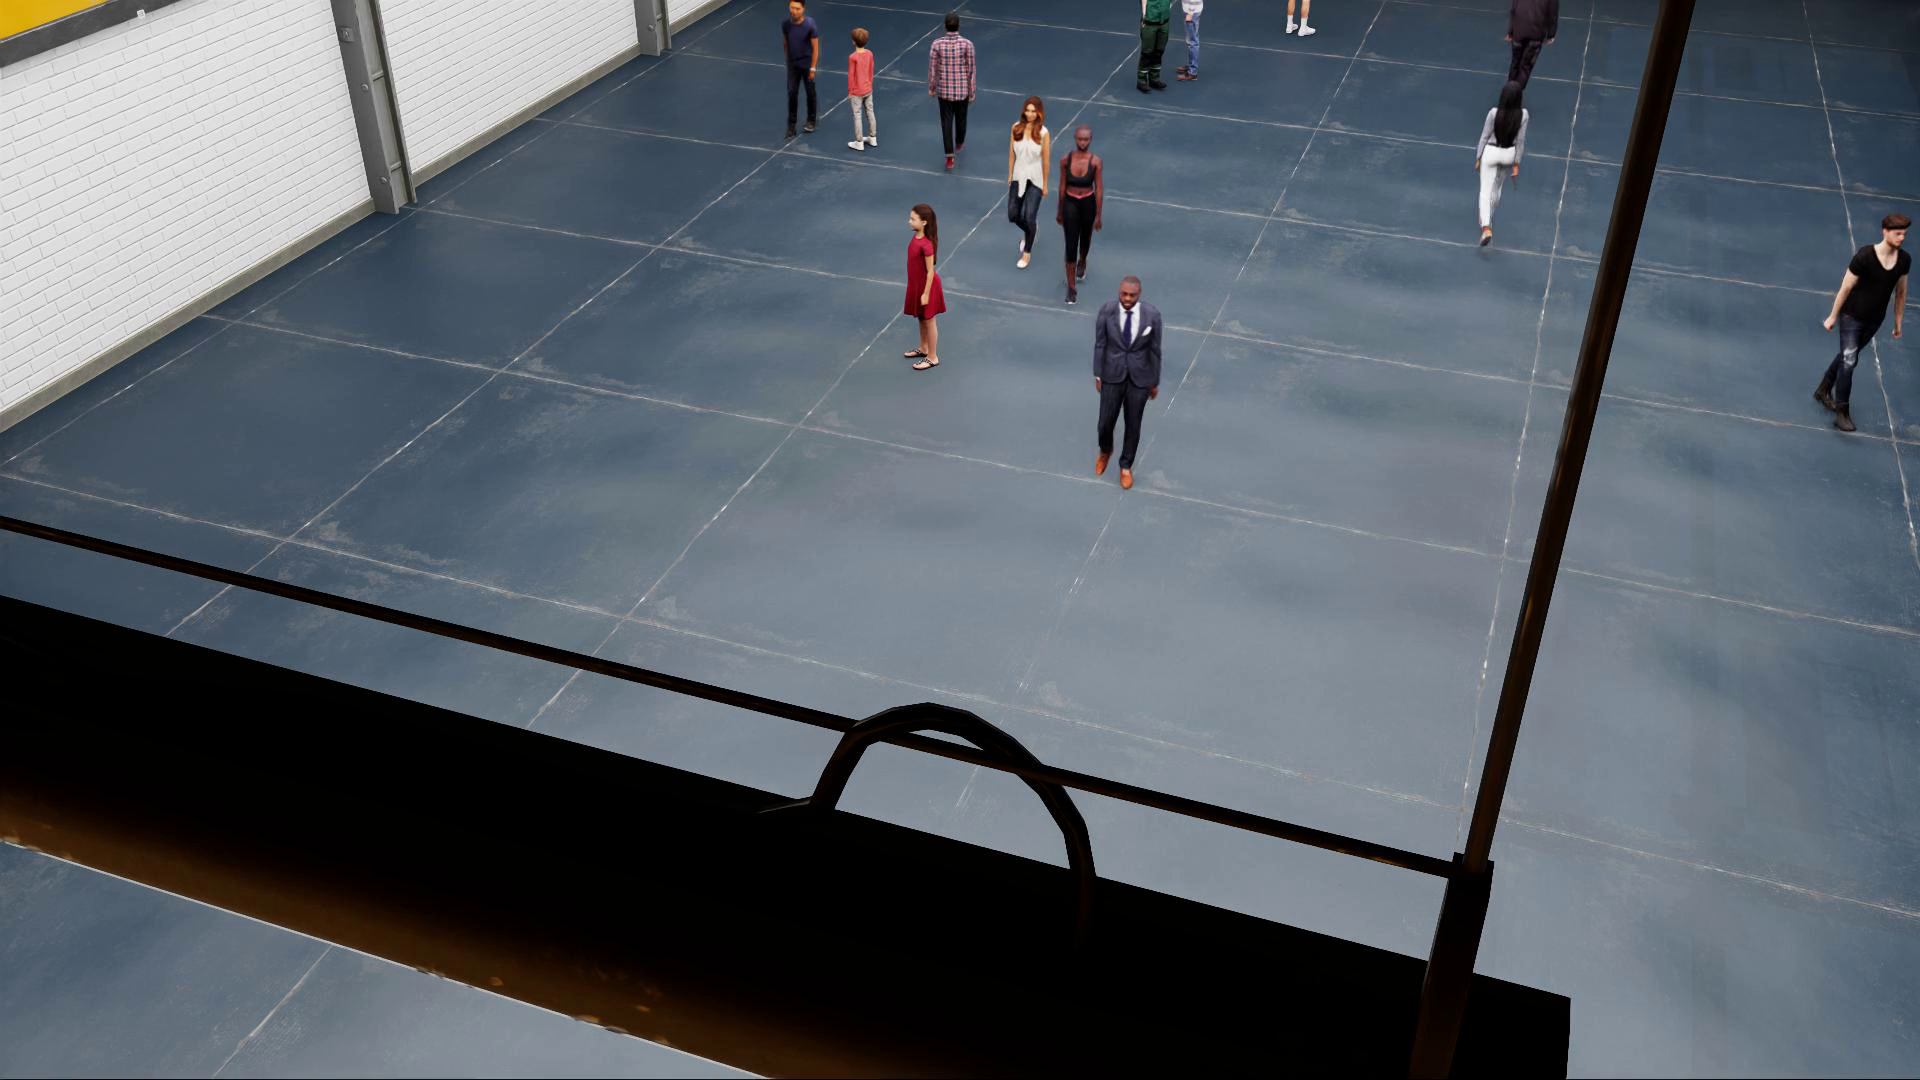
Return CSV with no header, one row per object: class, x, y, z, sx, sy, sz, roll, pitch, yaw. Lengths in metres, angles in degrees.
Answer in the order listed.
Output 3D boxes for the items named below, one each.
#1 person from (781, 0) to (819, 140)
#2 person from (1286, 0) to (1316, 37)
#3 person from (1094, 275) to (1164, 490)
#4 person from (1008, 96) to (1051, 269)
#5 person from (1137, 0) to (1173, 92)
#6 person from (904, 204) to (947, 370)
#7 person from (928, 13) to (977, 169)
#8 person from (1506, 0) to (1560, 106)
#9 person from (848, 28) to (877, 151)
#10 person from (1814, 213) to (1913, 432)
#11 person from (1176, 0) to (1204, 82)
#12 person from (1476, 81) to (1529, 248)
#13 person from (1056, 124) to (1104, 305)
person,-1.889,-5.757,20.073,0.699,1.741,0.929,10,35,14
person,4.857,-8.058,23.495,0.723,1.787,0.704,28,43,35
person,1.332,-1.316,13.327,0.760,1.813,0.723,3,34,4
person,0.725,-3.669,16.903,0.636,1.774,0.739,16,37,22
person,2.518,-6.713,21.426,0.703,1.836,0.781,-18,38,-25
person,-0.325,-2.316,15.067,0.741,1.553,0.681,-12,35,-17
person,-0.082,-5.143,19.164,0.951,1.725,1.211,0,34,1
person,7.083,-6.283,20.795,0.839,1.818,0.922,21,39,28
person,-1.169,-5.368,19.784,0.532,1.414,0.637,-27,42,-34
person,7.650,-1.936,14.215,0.999,1.863,1.184,-3,34,-5
person,3.068,-7.002,21.844,0.749,1.854,0.534,5,34,8
person,5.605,-3.894,17.314,0.792,1.693,1.206,3,34,5
person,1.187,-3.263,16.351,0.813,1.710,1.241,5,34,7
